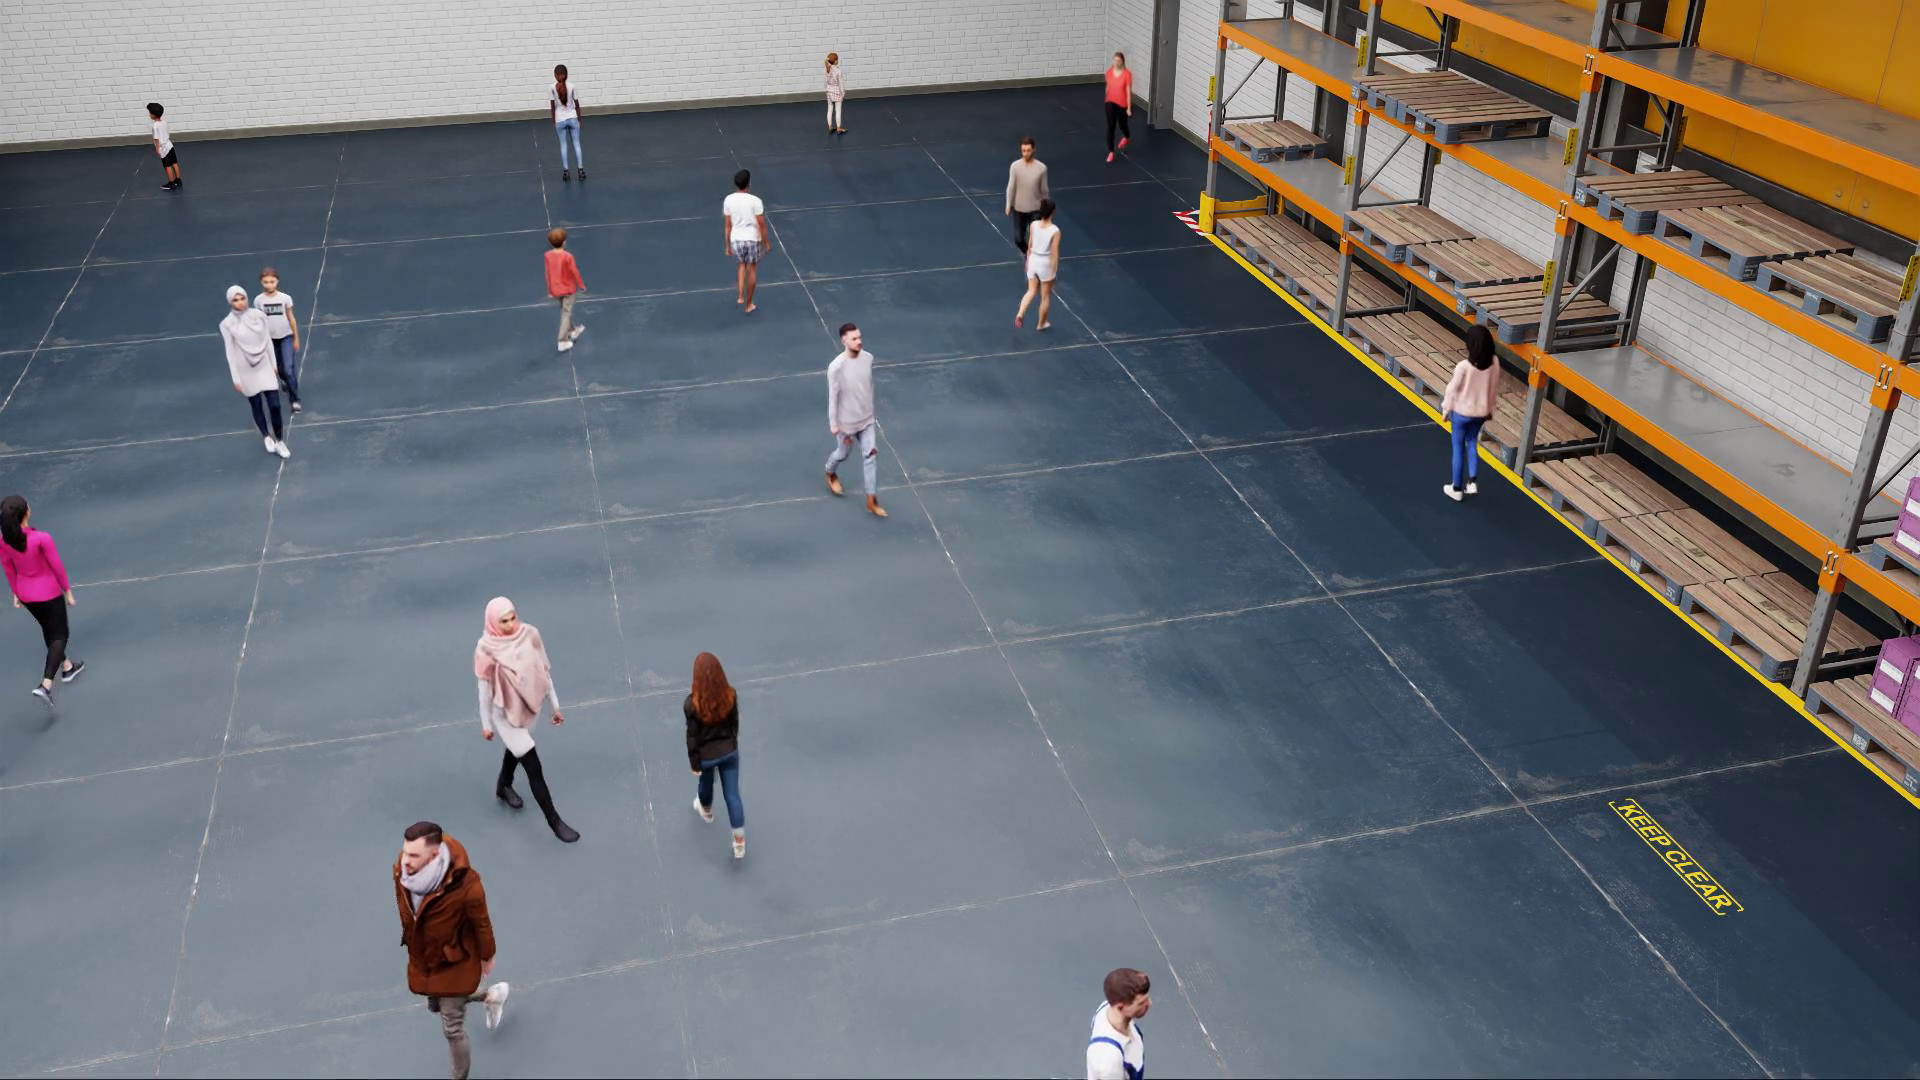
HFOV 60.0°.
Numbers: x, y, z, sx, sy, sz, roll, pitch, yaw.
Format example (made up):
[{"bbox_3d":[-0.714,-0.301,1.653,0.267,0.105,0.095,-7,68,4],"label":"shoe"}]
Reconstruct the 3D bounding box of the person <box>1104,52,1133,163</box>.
[{"bbox_3d":[2.463,-6.731,25.809,1.044,1.642,1.224,10,30,18],"label":"person"}]

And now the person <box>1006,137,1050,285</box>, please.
[{"bbox_3d":[0.869,-4.177,20.917,0.920,1.842,1.094,1,29,2],"label":"person"}]

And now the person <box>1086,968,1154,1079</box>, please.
[{"bbox_3d":[0.639,2.820,8.111,1.104,1.821,1.243,7,29,13],"label":"person"}]

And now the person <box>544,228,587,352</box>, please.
[{"bbox_3d":[-4.542,-2.819,18.895,0.810,1.394,0.908,12,31,21],"label":"person"}]

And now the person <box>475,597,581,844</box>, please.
[{"bbox_3d":[-3.031,1.164,11.224,1.258,1.747,1.080,22,36,35],"label":"person"}]

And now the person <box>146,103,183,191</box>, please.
[{"bbox_3d":[-11.740,-5.823,24.547,0.607,1.256,0.512,4,29,7],"label":"person"}]

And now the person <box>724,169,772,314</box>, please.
[{"bbox_3d":[-2.584,-3.532,19.867,0.756,1.715,0.785,9,30,15],"label":"person"}]

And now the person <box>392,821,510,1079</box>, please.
[{"bbox_3d":[-2.786,2.252,9.161,1.094,1.814,1.213,11,31,20],"label":"person"}]

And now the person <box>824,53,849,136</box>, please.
[{"bbox_3d":[-2.061,-7.325,27.241,0.617,1.313,0.683,17,33,29],"label":"person"}]

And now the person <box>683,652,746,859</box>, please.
[{"bbox_3d":[-1.587,1.445,11.022,0.670,1.449,1.033,-12,31,-22],"label":"person"}]

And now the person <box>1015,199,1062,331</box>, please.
[{"bbox_3d":[0.909,-3.156,19.277,0.886,1.619,0.926,17,33,28],"label":"person"}]

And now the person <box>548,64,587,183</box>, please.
[{"bbox_3d":[-5.862,-6.231,24.810,0.575,1.720,0.514,-8,30,-14],"label":"person"}]

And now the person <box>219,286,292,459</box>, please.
[{"bbox_3d":[-6.995,-1.683,16.433,0.750,1.758,0.838,-18,33,-30],"label":"person"}]

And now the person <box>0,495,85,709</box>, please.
[{"bbox_3d":[-6.976,0.480,12.555,0.775,1.673,1.114,0,29,0],"label":"person"}]

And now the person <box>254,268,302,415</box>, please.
[{"bbox_3d":[-7.155,-2.131,17.472,0.539,1.549,0.845,-7,29,-13],"label":"person"}]

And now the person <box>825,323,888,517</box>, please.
[{"bbox_3d":[-1.037,-1.155,15.409,0.986,1.812,1.262,-20,34,-32],"label":"person"}]

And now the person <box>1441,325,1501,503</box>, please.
[{"bbox_3d":[4.765,-1.131,15.418,0.672,1.760,0.641,-6,29,-10],"label":"person"}]
